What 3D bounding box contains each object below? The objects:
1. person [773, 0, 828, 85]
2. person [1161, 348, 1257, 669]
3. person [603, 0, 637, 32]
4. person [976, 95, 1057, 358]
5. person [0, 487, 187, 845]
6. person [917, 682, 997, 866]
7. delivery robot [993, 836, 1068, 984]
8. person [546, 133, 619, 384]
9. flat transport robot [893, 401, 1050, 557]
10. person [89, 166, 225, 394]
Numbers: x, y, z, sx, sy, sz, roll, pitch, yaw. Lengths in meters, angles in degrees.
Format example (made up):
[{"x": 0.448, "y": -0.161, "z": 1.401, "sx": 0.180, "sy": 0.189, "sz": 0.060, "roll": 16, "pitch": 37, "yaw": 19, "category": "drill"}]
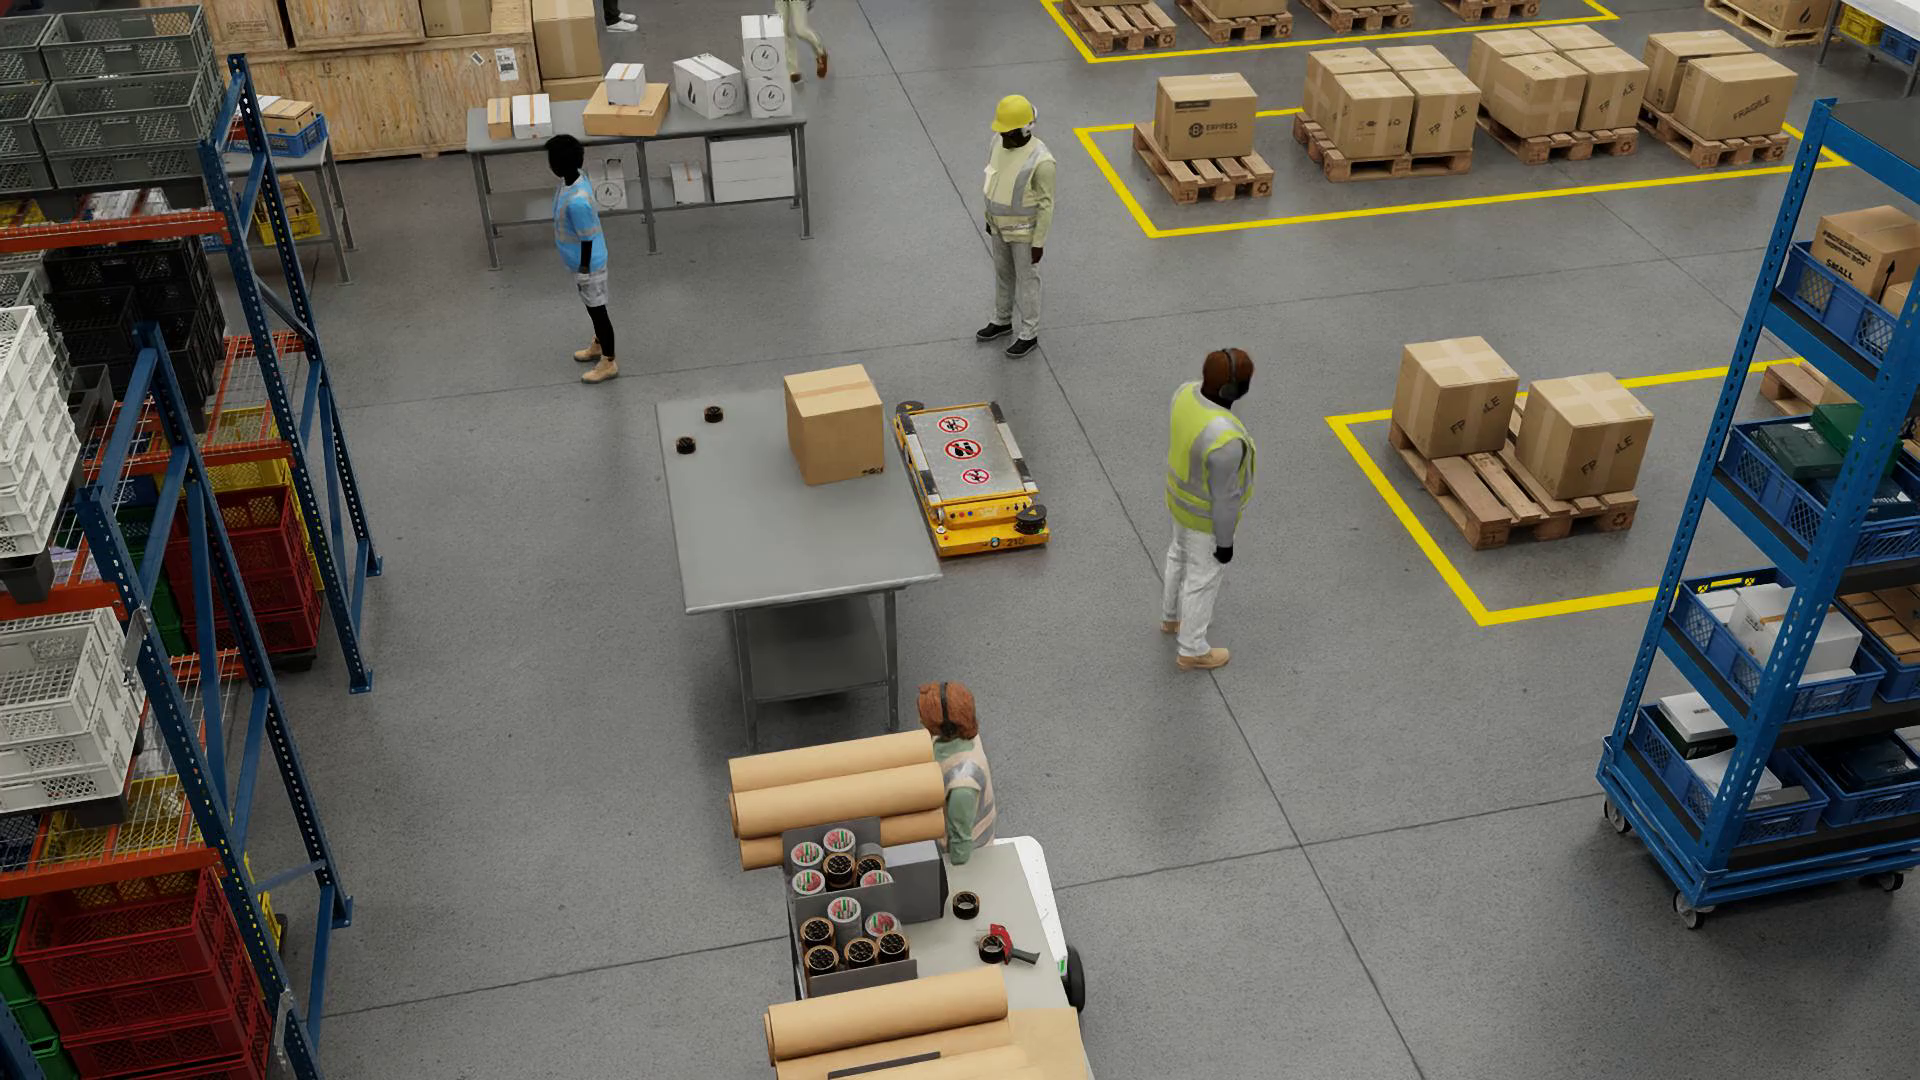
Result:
[{"x": -1.493, "y": -4.990, "z": 14.941, "sx": 0.548, "sy": 1.833, "sz": 0.572, "roll": 21, "pitch": 41, "yaw": 26, "category": "person"}, {"x": 1.261, "y": -0.153, "z": 8.445, "sx": 0.429, "sy": 1.832, "sz": 0.638, "roll": -9, "pitch": 38, "yaw": -12, "category": "person"}, {"x": -3.416, "y": -5.910, "z": 16.115, "sx": 0.389, "sy": 1.911, "sz": 0.591, "roll": -9, "pitch": 38, "yaw": -12, "category": "person"}, {"x": 0.359, "y": -2.087, "z": 11.046, "sx": 0.403, "sy": 1.823, "sz": 0.588, "roll": -25, "pitch": 43, "yaw": -30, "category": "person"}, {"x": -3.868, "y": 0.581, "z": 7.368, "sx": 0.634, "sy": 1.932, "sz": 0.370, "roll": 1, "pitch": 37, "yaw": 2, "category": "person"}, {"x": -0.011, "y": 1.215, "z": 6.767, "sx": 0.314, "sy": 1.631, "sz": 0.523, "roll": -4, "pitch": 37, "yaw": -5, "category": "person"}, {"x": 0.234, "y": 1.591, "z": 7.081, "sx": 0.477, "sy": 0.478, "sz": 0.707, "roll": -5, "pitch": 37, "yaw": -6, "category": "delivery robot"}, {"x": -2.452, "y": -1.833, "z": 10.809, "sx": 0.318, "sy": 1.694, "sz": 0.533, "roll": -11, "pitch": 38, "yaw": -14, "category": "person"}, {"x": 0.046, "y": -0.430, "z": 10.108, "sx": 0.652, "sy": 0.197, "sz": 1.431, "roll": -8, "pitch": 37, "yaw": -10, "category": "flat transport robot"}, {"x": -5.179, "y": -1.798, "z": 10.668, "sx": 0.595, "sy": 1.828, "sz": 0.841, "roll": 18, "pitch": 40, "yaw": 22, "category": "person"}]
